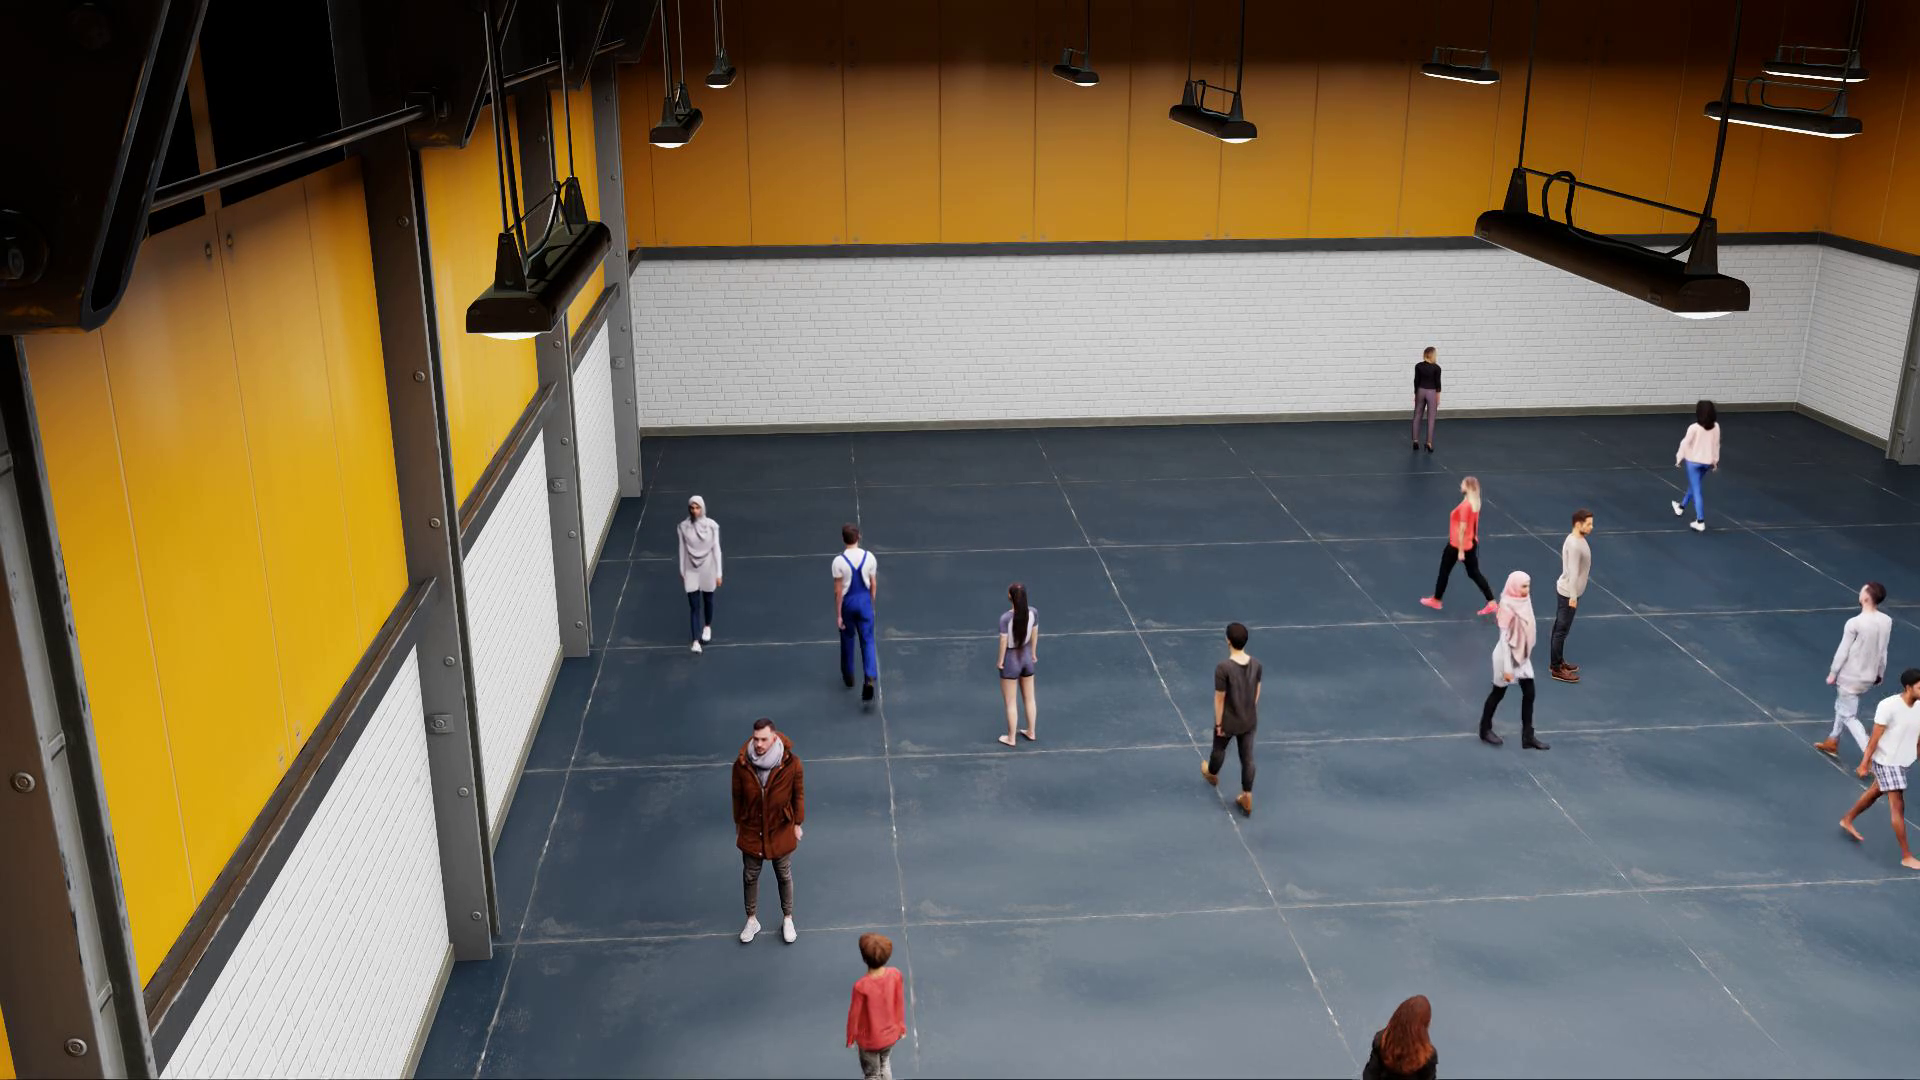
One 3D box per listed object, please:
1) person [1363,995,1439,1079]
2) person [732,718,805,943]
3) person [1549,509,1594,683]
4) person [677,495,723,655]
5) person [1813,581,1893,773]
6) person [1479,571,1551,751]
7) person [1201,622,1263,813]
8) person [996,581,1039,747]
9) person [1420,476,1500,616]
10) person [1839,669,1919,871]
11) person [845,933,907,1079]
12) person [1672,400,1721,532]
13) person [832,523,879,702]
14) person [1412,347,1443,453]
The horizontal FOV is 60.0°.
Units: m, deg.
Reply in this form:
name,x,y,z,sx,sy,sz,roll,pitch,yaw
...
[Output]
name,x,y,z,sx,sy,sz,roll,pitch,yaw
person,2.560,3.347,9.858,0.699,1.476,0.655,4,19,12
person,-1.468,2.203,12.688,0.714,1.837,0.698,0,19,-1
person,6.427,0.555,17.546,0.794,1.862,0.654,6,20,18
person,-2.843,0.348,18.360,0.664,1.733,1.105,-1,19,-2
person,8.377,1.289,15.429,0.887,1.820,1.136,-7,20,-21
person,5.195,1.136,15.944,0.941,1.782,1.049,-16,24,-39
person,2.488,1.597,14.747,0.677,1.672,1.066,-3,19,-10
person,0.559,1.183,16.014,0.664,1.650,0.653,-11,22,-30
person,5.906,0.109,19.192,1.165,1.656,1.118,14,23,36
person,7.776,1.848,13.993,0.888,1.678,1.214,-7,20,-21
person,-0.482,3.156,10.532,0.635,1.407,0.680,-12,22,-32
person,9.936,-0.964,22.274,0.705,1.723,1.102,-3,19,-8
person,-1.045,0.753,17.018,0.717,1.823,1.211,-4,19,-12
person,7.303,-2.209,26.051,0.677,1.671,0.728,14,23,35
